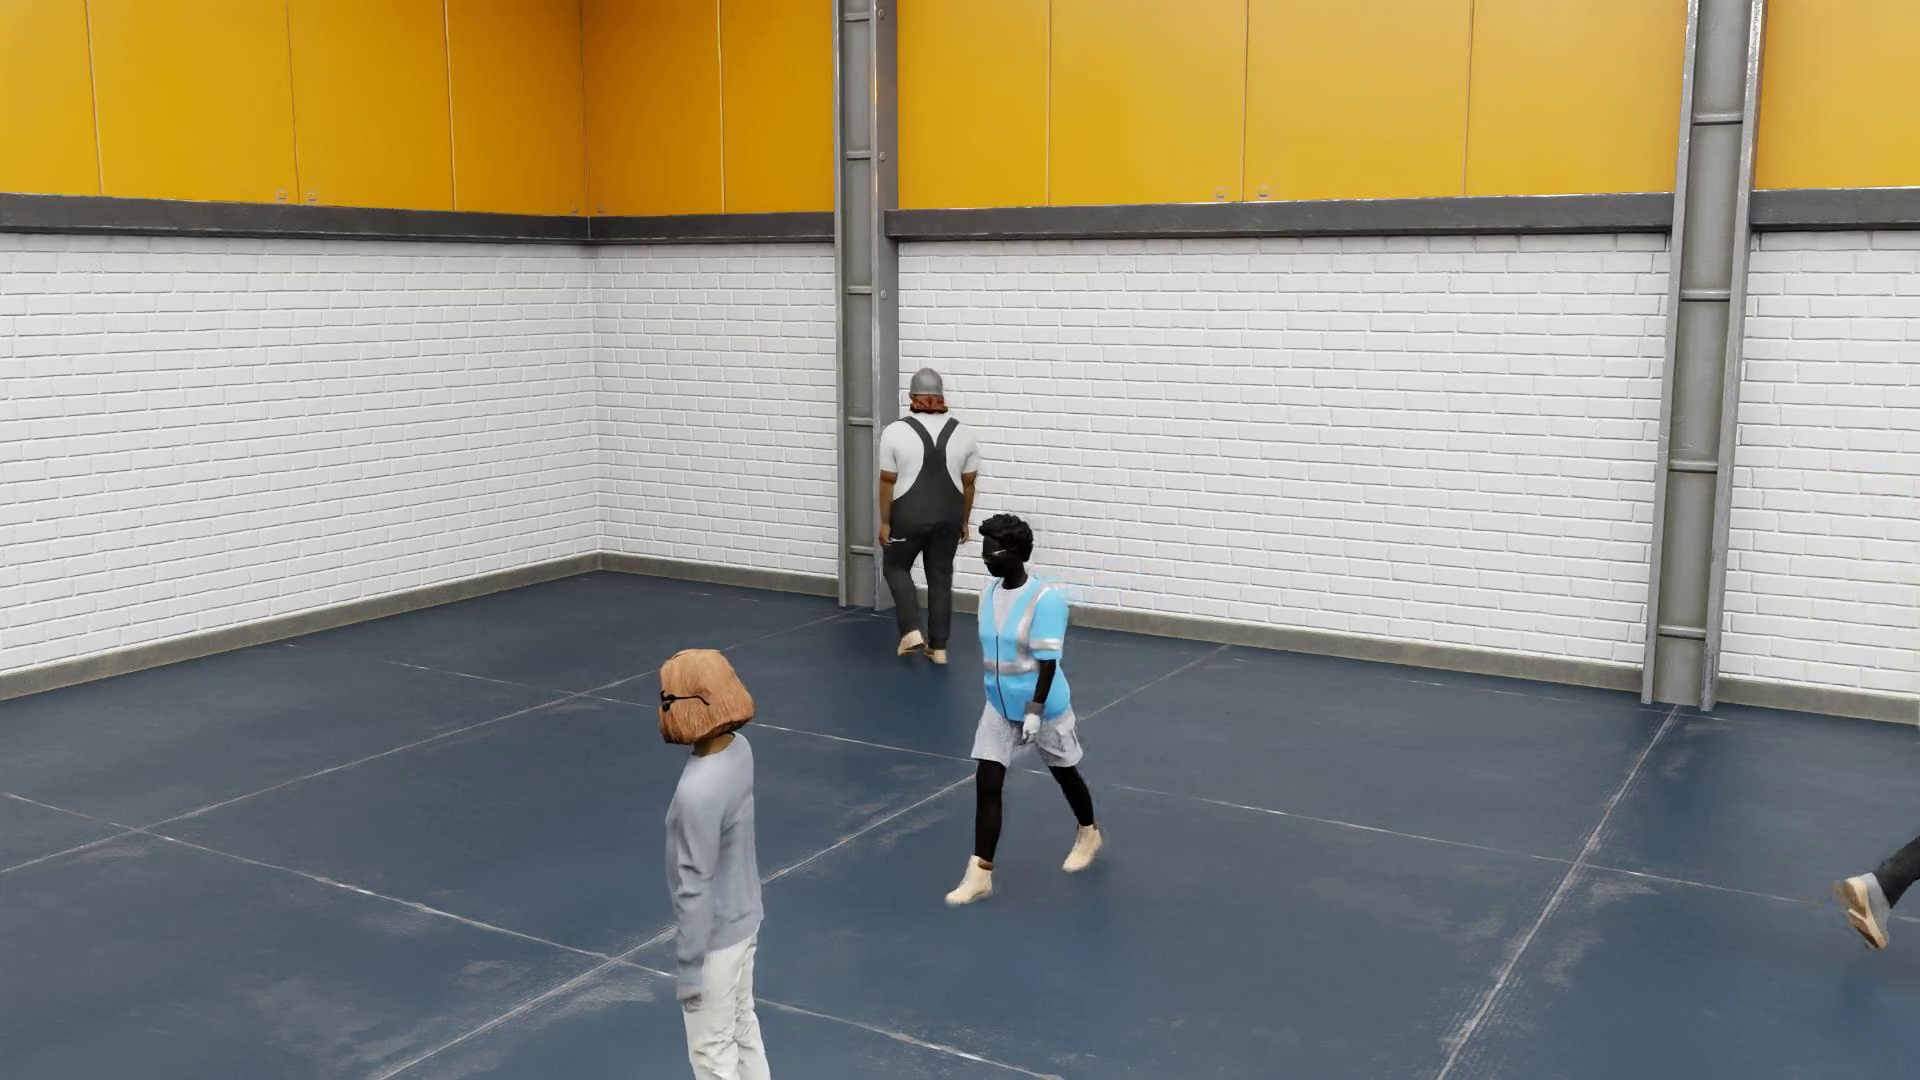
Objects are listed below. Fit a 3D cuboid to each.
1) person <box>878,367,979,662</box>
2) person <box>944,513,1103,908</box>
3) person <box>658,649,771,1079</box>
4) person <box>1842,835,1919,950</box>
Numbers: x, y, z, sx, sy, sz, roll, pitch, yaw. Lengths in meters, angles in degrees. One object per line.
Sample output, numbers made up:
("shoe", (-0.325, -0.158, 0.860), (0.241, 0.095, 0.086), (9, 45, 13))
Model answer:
("person", (-0.236, -0.174, 11.310), (0.700, 2.000, 0.538), (-3, 10, -18))
("person", (0.307, 0.692, 7.146), (0.527, 1.650, 0.892), (9, 12, 43))
("person", (-0.694, 1.104, 4.622), (0.279, 1.630, 0.497), (1, 9, 8))
("person", (3.759, 0.703, 6.084), (0.724, 1.957, 0.663), (1, 9, 7))
